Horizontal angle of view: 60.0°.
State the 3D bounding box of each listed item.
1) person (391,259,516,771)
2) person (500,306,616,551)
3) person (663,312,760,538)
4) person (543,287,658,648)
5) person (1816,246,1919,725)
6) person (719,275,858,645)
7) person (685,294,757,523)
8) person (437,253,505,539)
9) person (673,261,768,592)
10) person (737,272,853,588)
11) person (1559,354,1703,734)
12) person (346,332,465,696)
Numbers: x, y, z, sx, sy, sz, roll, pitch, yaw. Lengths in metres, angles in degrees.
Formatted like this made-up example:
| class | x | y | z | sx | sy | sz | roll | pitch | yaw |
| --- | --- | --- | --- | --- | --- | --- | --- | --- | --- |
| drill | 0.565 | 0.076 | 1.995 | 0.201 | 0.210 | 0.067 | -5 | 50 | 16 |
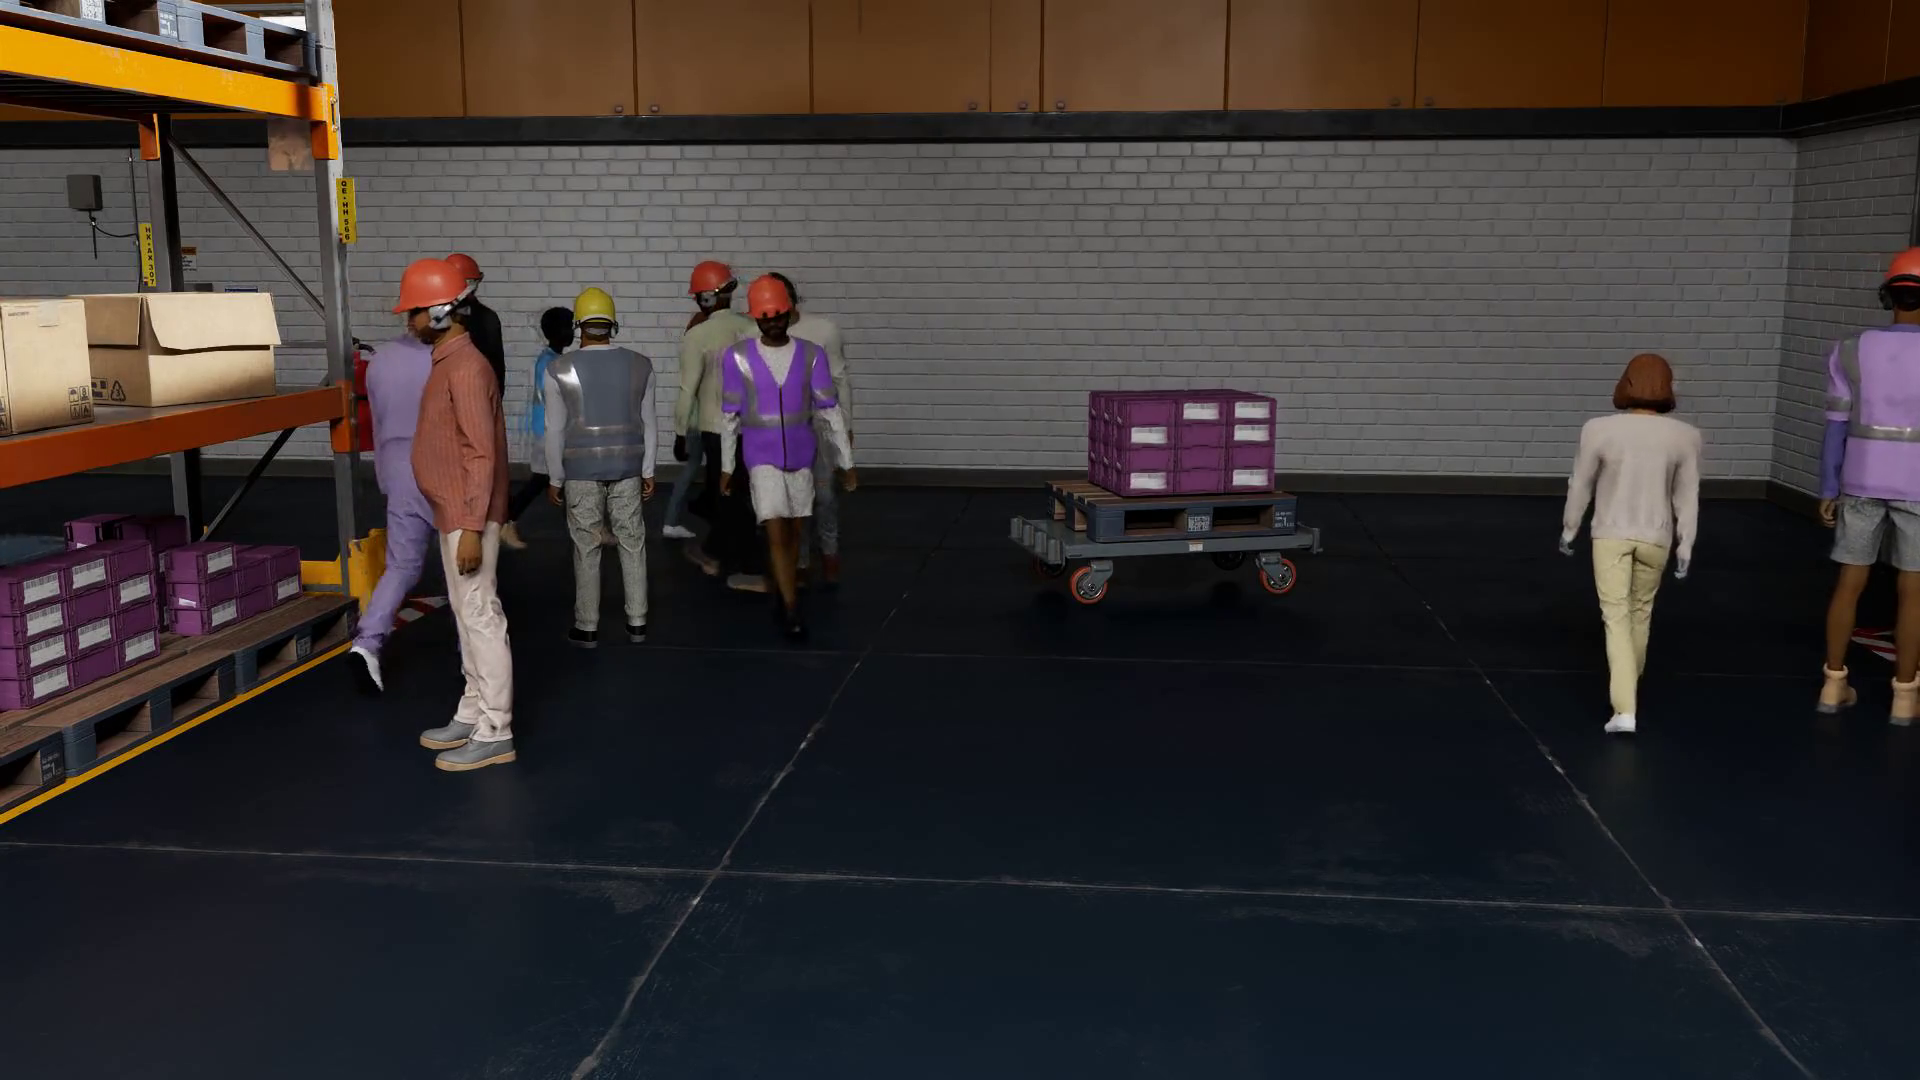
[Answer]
| class | x | y | z | sx | sy | sz | roll | pitch | yaw |
| --- | --- | --- | --- | --- | --- | --- | --- | --- | --- |
| person | -1.967 | -0.095 | 6.511 | 0.402 | 1.985 | 0.613 | -4 | 11 | -23 |
| person | -2.745 | -0.741 | 11.161 | 0.861 | 1.654 | 0.533 | 0 | 10 | 0 |
| person | -1.769 | -0.782 | 11.617 | 0.682 | 1.620 | 0.526 | -7 | 12 | -36 |
| person | -1.832 | -0.364 | 8.492 | 0.586 | 1.833 | 0.404 | -5 | 11 | -28 |
| person | 4.025 | -0.228 | 7.135 | 0.612 | 2.037 | 0.390 | 10 | 14 | 44 |
| person | -0.873 | -0.411 | 8.600 | 0.686 | 1.875 | 0.961 | -3 | 10 | -17 |
| person | -1.713 | -1.056 | 12.384 | 0.573 | 1.865 | 1.018 | -9 | 13 | -42 |
| person | -3.370 | -0.957 | 11.422 | 0.612 | 1.996 | 0.389 | 8 | 13 | 39 |
| person | -1.487 | -0.685 | 9.999 | 0.963 | 1.945 | 0.632 | 8 | 13 | 39 |
| person | -0.980 | -0.631 | 9.860 | 0.663 | 1.890 | 0.542 | 0 | 10 | 1 |
| person | 2.861 | 0.005 | 7.082 | 0.513 | 1.587 | 0.866 | 1 | 10 | 6 |
| person | -2.456 | -0.224 | 7.591 | 0.679 | 1.874 | 0.881 | 3 | 10 | 19 |
